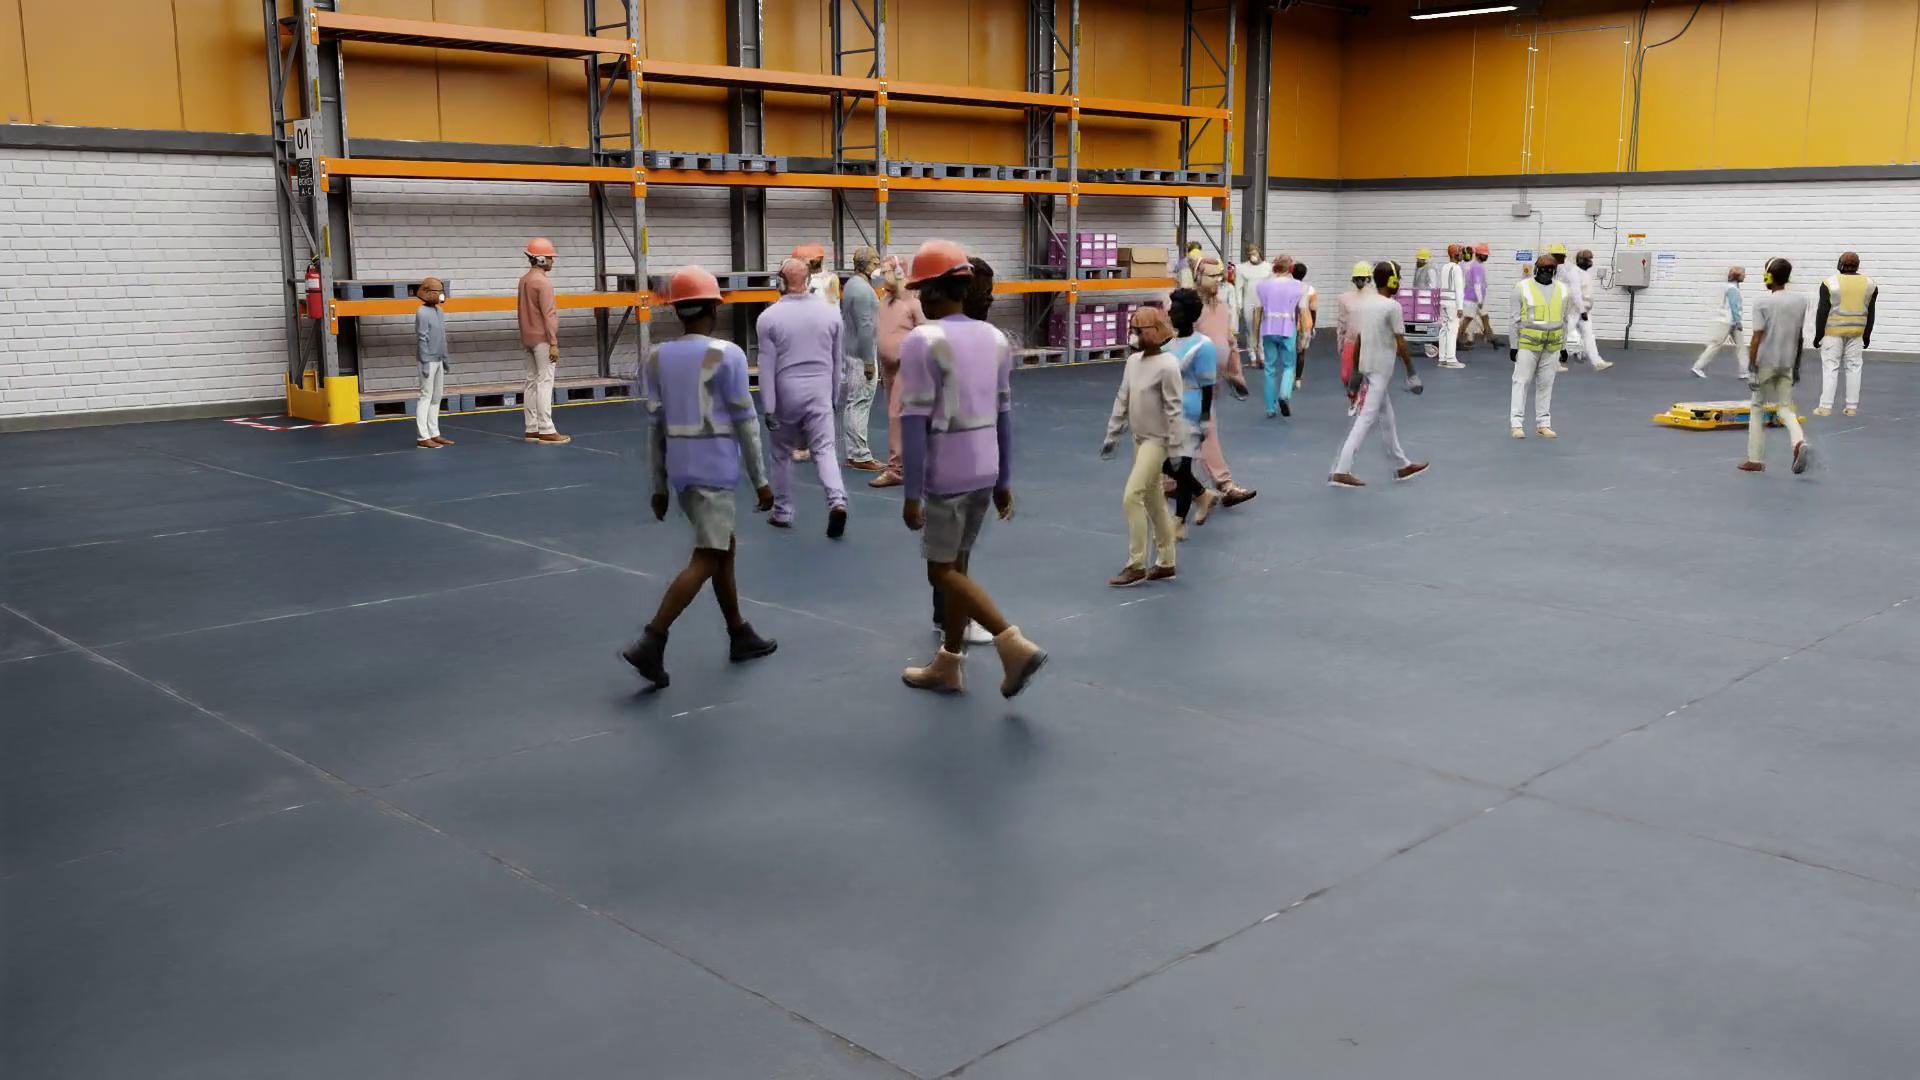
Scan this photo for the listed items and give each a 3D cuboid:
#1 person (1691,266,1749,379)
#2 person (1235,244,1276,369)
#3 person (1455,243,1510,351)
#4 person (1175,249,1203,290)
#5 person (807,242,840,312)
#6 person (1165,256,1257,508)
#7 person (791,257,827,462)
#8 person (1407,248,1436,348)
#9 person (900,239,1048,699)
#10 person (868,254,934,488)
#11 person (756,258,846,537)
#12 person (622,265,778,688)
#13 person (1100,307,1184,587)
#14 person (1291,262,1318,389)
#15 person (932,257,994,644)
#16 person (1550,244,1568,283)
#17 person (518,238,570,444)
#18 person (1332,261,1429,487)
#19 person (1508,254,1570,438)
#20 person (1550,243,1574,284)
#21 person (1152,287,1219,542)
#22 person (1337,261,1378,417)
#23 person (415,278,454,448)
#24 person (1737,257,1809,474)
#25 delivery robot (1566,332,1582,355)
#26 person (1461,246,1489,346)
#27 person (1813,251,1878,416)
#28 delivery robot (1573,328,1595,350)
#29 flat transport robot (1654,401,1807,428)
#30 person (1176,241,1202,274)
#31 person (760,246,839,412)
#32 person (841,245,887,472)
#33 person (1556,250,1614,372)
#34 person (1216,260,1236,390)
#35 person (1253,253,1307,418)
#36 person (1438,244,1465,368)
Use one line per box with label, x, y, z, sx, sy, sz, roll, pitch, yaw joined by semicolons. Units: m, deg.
person;10.837;-3.068;23.486;0.876;1.596;0.506;7;12;34
person;4.489;-3.537;25.274;0.637;1.870;1.066;1;10;8
person;9.094;-4.211;28.948;0.993;1.875;0.561;4;11;22
person;3.652;-3.589;25.762;0.612;1.794;0.843;6;12;30
person;-1.722;-2.596;19.981;0.552;1.935;0.368;3;11;16
person;1.897;-1.176;12.455;0.965;1.863;0.646;9;14;39
person;-1.442;-1.593;14.794;0.534;1.825;0.630;10;14;44
person;8.370;-4.359;30.031;0.684;1.791;0.641;-1;10;-8
person;0.053;-0.270;7.114;0.750;2.012;0.631;9;14;40
person;-0.419;-1.386;13.557;0.813;1.873;0.653;-7;13;-35
person;-1.064;-0.962;11.270;0.631;1.879;0.895;-4;11;-23
person;-1.220;-0.299;7.590;0.556;1.896;0.971;8;13;36
person;1.021;-0.534;9.623;0.622;1.611;0.505;-3;11;-18
person;4.404;-2.786;21.744;0.540;1.678;0.663;1;10;5
person;-0.004;-0.445;8.317;0.397;1.915;0.587;-1;10;-5
person;10.136;-4.116;28.446;0.993;1.884;0.594;3;11;18
person;-4.078;-1.937;16.232;0.396;1.992;0.623;-8;13;-38
person;3.439;-1.337;13.463;0.993;1.815;0.537;-3;11;-16
person;5.791;-1.929;16.628;0.620;1.837;0.429;-1;10;-5
person;10.345;-4.237;29.098;0.662;1.869;0.852;-8;13;-36
person;1.513;-0.828;11.012;0.545;1.685;0.545;-6;12;-30
person;4.318;-2.117;17.891;0.528;1.755;0.471;5;12;27
person;-5.047;-1.692;15.921;0.304;1.624;0.500;1;10;3
person;6.914;-1.453;14.009;0.528;1.847;0.711;-1;10;-3
delivery robot;9.675;-3.144;26.485;0.477;0.478;0.707;2;11;11
person;9.395;-4.445;30.399;0.562;1.824;0.556;-6;12;-29
person;9.886;-2.301;18.635;0.633;1.841;0.429;1;10;4
delivery robot;9.923;-3.241;27.015;0.707;0.478;0.477;6;12;30
flat transport robot;8.215;-1.348;17.721;1.431;0.197;0.652;-4;11;-19
person;3.822;-3.878;27.008;0.651;1.918;0.668;10;14;43
person;-1.811;-2.370;18.873;0.967;1.888;0.565;-6;12;-30
person;-0.834;-1.549;14.289;0.370;1.934;0.627;-2;11;-13
person;9.189;-3.368;24.572;0.929;1.798;0.637;9;14;41
person;3.305;-2.748;21.457;0.496;1.702;0.887;1;10;5
person;3.516;-2.236;18.325;0.577;1.831;0.458;3;11;15
person;7.541;-3.573;25.458;0.355;1.885;0.575;-2;11;-10
